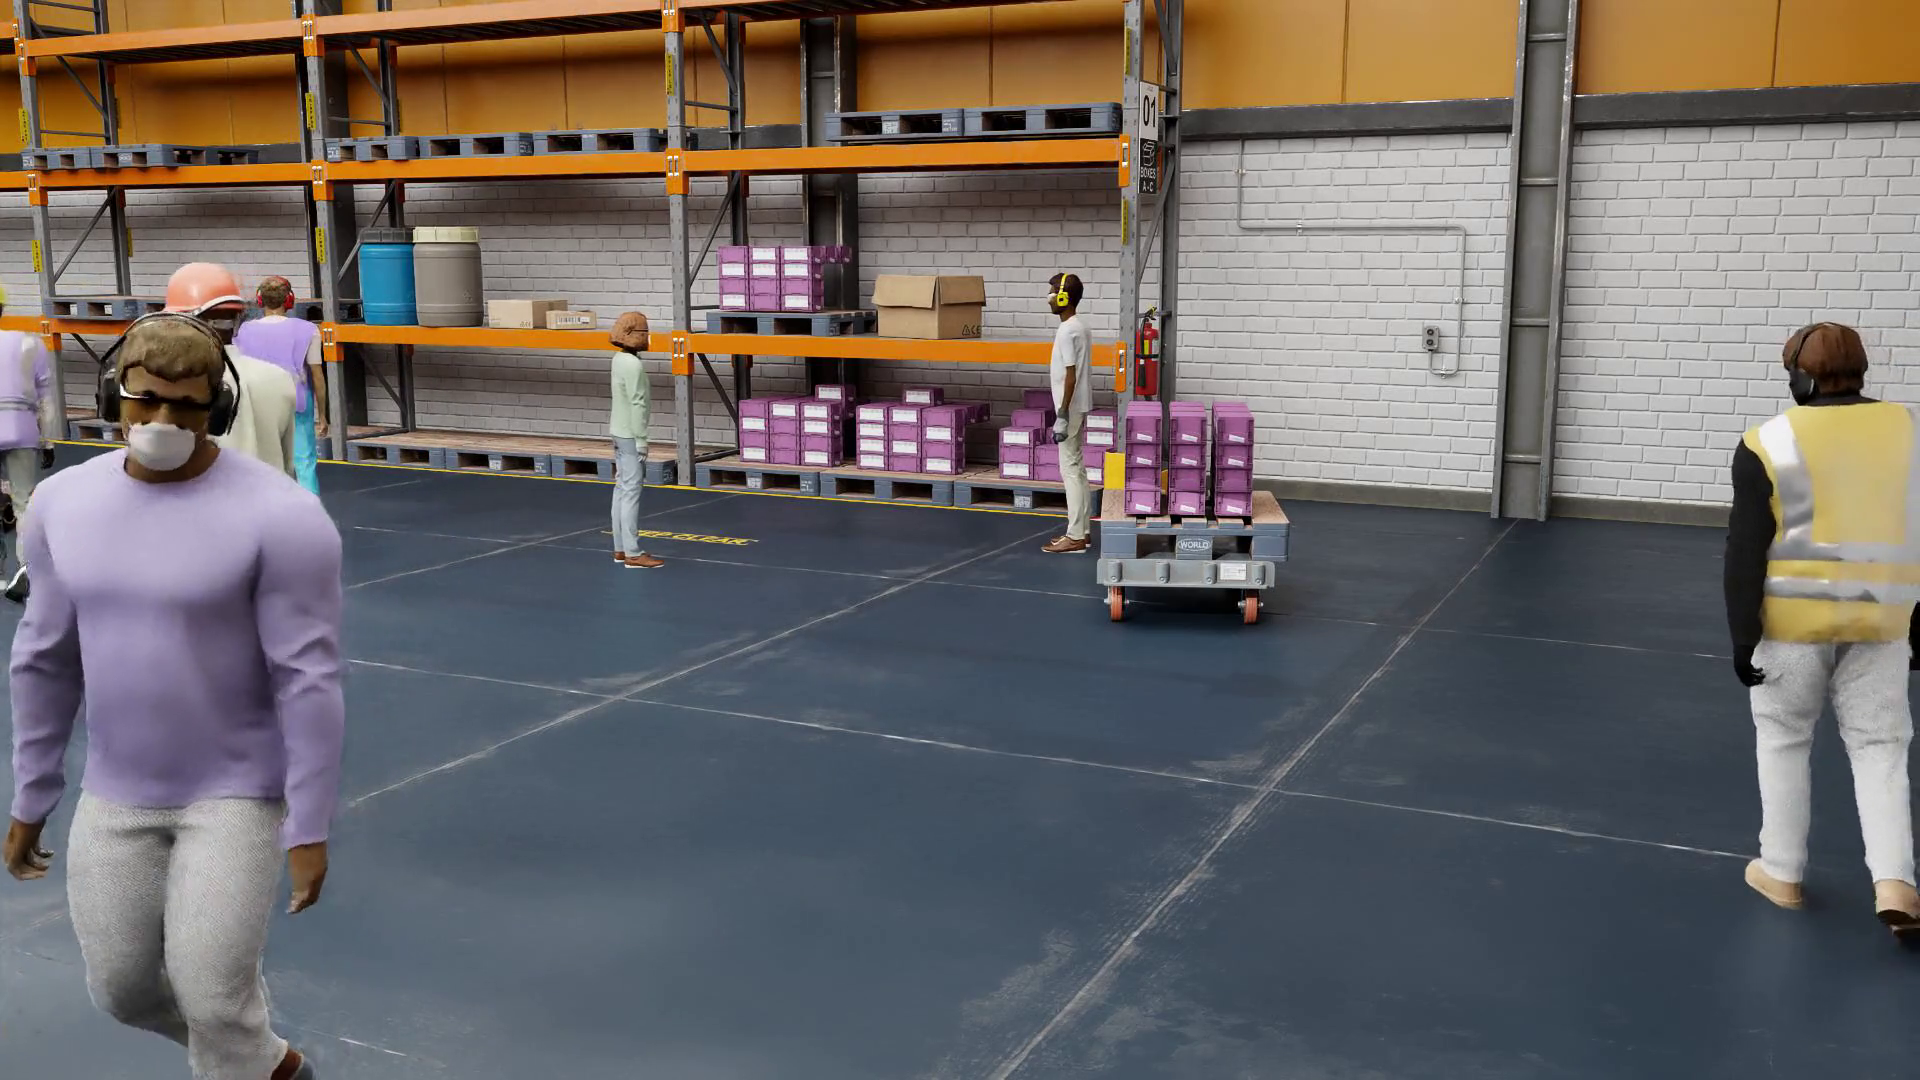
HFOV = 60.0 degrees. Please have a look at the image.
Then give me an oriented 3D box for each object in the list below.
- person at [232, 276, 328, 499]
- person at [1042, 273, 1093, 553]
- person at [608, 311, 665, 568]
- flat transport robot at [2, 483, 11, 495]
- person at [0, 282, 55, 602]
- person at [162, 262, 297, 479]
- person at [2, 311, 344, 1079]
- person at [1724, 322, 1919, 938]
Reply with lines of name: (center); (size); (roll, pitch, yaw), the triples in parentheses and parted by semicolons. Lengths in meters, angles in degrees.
person: (-4.551, -0.840, 11.175); (0.563, 1.847, 0.394); (-2, 10, -11)
person: (0.727, -0.844, 11.136); (0.310, 1.868, 0.532); (3, 10, 16)
person: (-2.096, -0.643, 10.654); (0.283, 1.633, 0.501); (-4, 11, -24)
flat transport robot: (-7.220, -0.292, 12.544); (1.431, 0.197, 0.652); (4, 11, 21)
person: (-5.551, -0.583, 9.636); (0.600, 1.887, 0.891); (-6, 12, -31)
person: (-2.679, 0.004, 5.977); (0.627, 1.975, 0.634); (6, 11, 30)
person: (-1.516, 0.503, 3.319); (0.673, 1.912, 0.624); (1, 10, 7)
person: (2.612, 0.272, 4.934); (0.644, 1.813, 0.644); (1, 10, 8)
